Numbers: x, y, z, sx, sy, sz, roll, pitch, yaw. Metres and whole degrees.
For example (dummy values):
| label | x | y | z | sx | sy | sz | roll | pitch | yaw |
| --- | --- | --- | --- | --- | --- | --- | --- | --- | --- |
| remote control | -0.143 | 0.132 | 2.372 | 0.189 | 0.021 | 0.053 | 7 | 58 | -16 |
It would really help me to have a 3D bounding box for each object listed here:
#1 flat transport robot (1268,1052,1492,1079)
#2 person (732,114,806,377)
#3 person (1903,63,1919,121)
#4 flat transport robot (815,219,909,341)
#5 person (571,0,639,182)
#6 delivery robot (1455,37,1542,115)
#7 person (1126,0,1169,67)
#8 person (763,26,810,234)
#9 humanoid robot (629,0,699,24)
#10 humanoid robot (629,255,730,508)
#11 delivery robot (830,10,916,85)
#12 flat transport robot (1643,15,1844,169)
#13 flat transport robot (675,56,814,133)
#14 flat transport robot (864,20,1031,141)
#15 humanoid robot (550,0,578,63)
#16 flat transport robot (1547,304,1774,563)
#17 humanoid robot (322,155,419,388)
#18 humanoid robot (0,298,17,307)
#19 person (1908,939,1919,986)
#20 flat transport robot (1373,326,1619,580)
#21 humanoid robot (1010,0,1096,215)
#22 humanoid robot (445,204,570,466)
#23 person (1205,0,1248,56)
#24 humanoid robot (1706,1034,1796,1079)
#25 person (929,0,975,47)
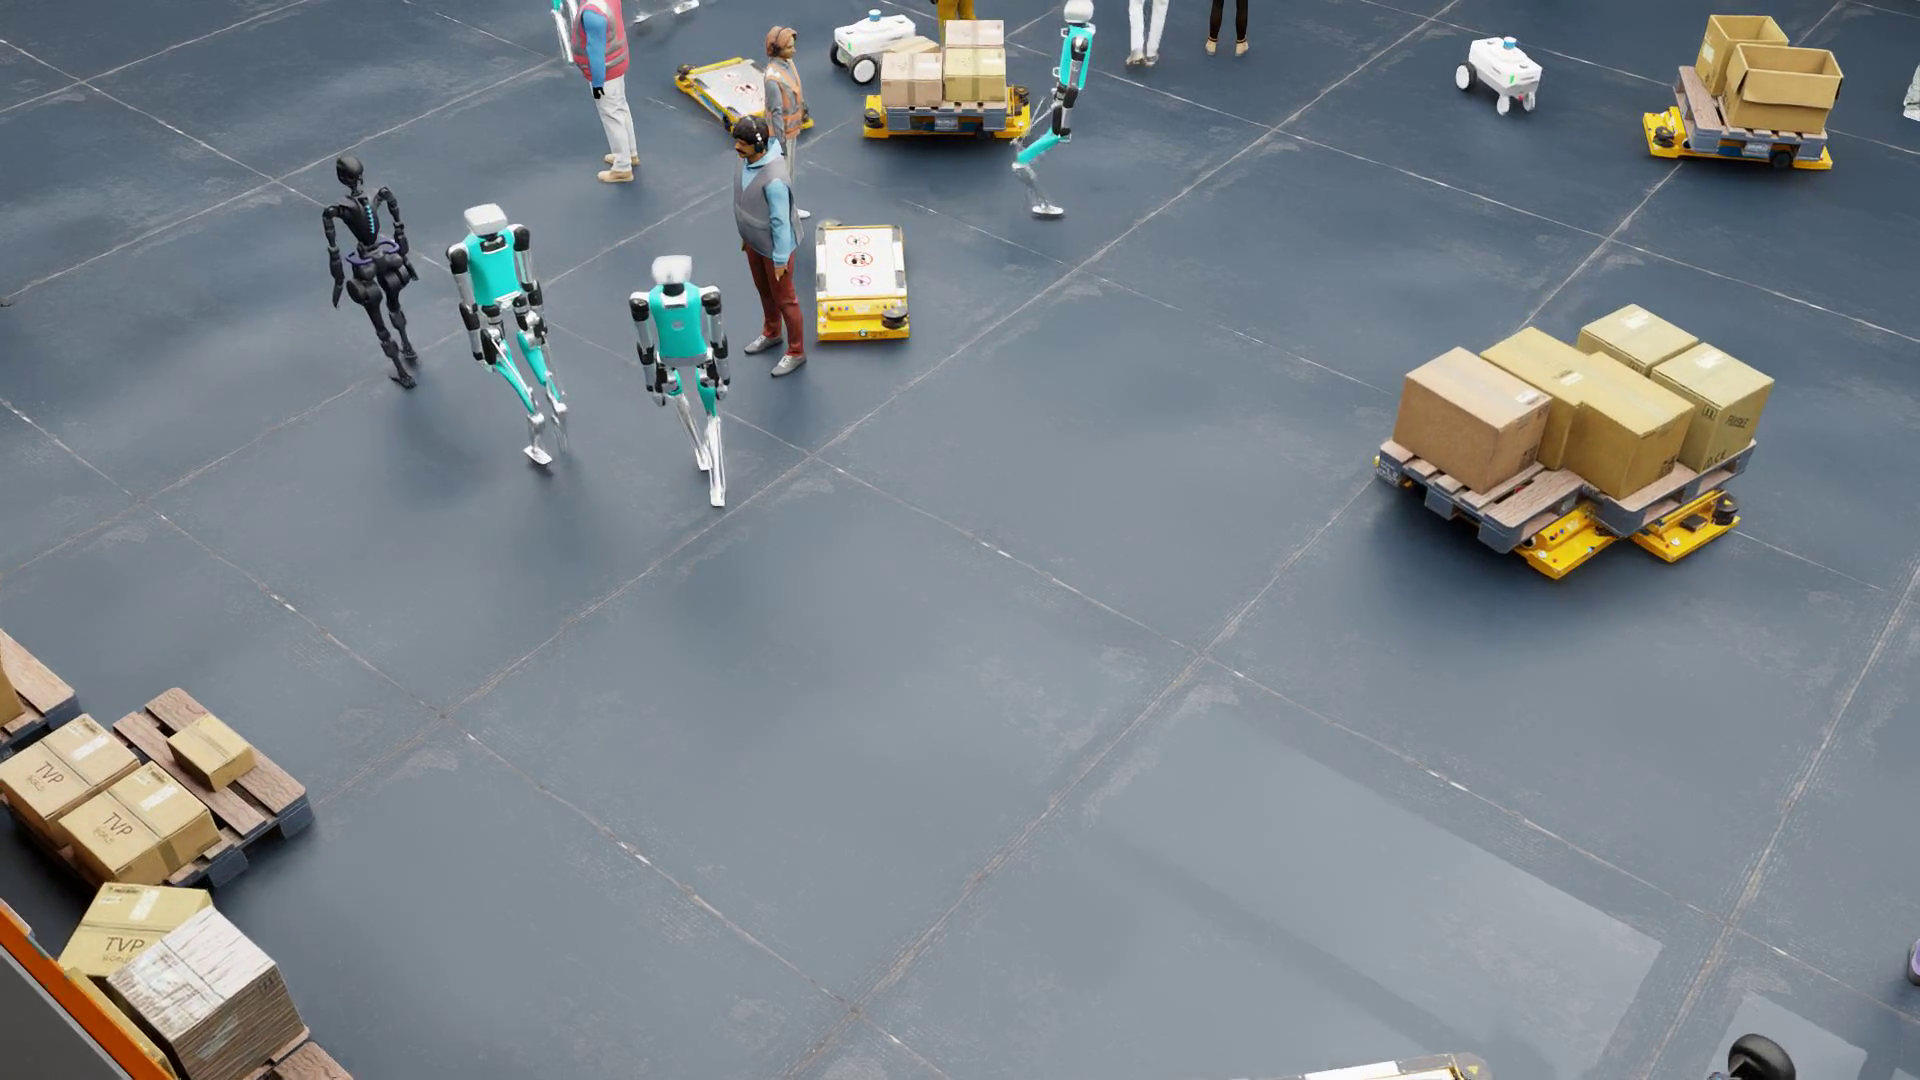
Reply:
| label | x | y | z | sx | sy | sz | roll | pitch | yaw |
| --- | --- | --- | --- | --- | --- | --- | --- | --- | --- |
| flat transport robot | 1.632 | 2.590 | 7.031 | 1.431 | 0.231 | 0.659 | -6 | 41 | -7 |
| person | -1.278 | -1.999 | 11.197 | 0.417 | 1.870 | 0.535 | -25 | 46 | -27 |
| person | 8.504 | -4.441 | 14.163 | 0.317 | 1.743 | 0.487 | 20 | 44 | 22 |
| flat transport robot | -0.740 | -1.951 | 12.373 | 0.659 | 0.231 | 1.431 | -3 | 40 | -3 |
| person | -2.860 | -3.771 | 13.313 | 0.431 | 1.836 | 0.628 | 0 | 40 | 0 |
| delivery robot | 4.810 | -4.162 | 14.753 | 0.499 | 0.593 | 0.789 | -12 | 42 | -14 |
| person | 1.784 | -5.156 | 14.922 | 0.624 | 1.854 | 0.595 | 0 | 40 | 0 |
| person | -1.339 | -3.125 | 12.697 | 0.308 | 1.636 | 0.522 | 4 | 41 | 4 |
| humanoid robot | -2.911 | -5.597 | 15.520 | 0.967 | 1.738 | 0.577 | -30 | 49 | -30 |
| humanoid robot | -1.675 | -1.075 | 10.210 | 0.538 | 1.762 | 0.855 | -5 | 41 | -6 |
| delivery robot | -0.792 | -4.538 | 15.189 | 0.758 | 0.586 | 0.518 | -19 | 44 | -20 |
| flat transport robot | 6.589 | -3.420 | 14.101 | 1.431 | 0.231 | 0.659 | 7 | 41 | 8 |
| flat transport robot | -1.921 | -3.910 | 14.678 | 0.659 | 0.231 | 1.431 | -22 | 45 | -24 |
| flat transport robot | -0.108 | -3.724 | 14.459 | 1.431 | 0.231 | 0.659 | 0 | 40 | 0 |
| humanoid robot | -3.626 | -5.261 | 15.140 | 0.540 | 1.809 | 0.677 | -28 | 48 | -29 |
| flat transport robot | 4.150 | -0.411 | 10.561 | 0.659 | 0.231 | 1.431 | -24 | 46 | -26 |
| humanoid robot | -3.938 | -1.804 | 11.117 | 0.496 | 1.648 | 0.606 | 31 | 49 | 31 |
| humanoid robot | -7.214 | -2.353 | 11.765 | 0.420 | 1.645 | 0.610 | -1 | 40 | -1 |
| person | 4.626 | 1.391 | 7.231 | 0.562 | 1.837 | 0.391 | 31 | 49 | 31 |
| flat transport robot | 3.368 | -0.310 | 10.442 | 0.659 | 0.231 | 1.431 | -27 | 47 | -28 |
| humanoid robot | 0.634 | -3.219 | 12.821 | 0.749 | 1.895 | 0.546 | 2 | 40 | 2 |
| humanoid robot | -2.688 | -1.125 | 10.344 | 0.539 | 1.893 | 0.744 | -30 | 49 | -31 |
| person | 2.493 | -5.250 | 15.150 | 0.532 | 1.697 | 0.320 | 7 | 41 | 9 |
| humanoid robot | 2.707 | 2.367 | 6.212 | 0.590 | 1.652 | 0.382 | -30 | 49 | -30 |
| person | -0.063 | -4.898 | 14.704 | 0.348 | 1.748 | 0.525 | 30 | 49 | 31 |
